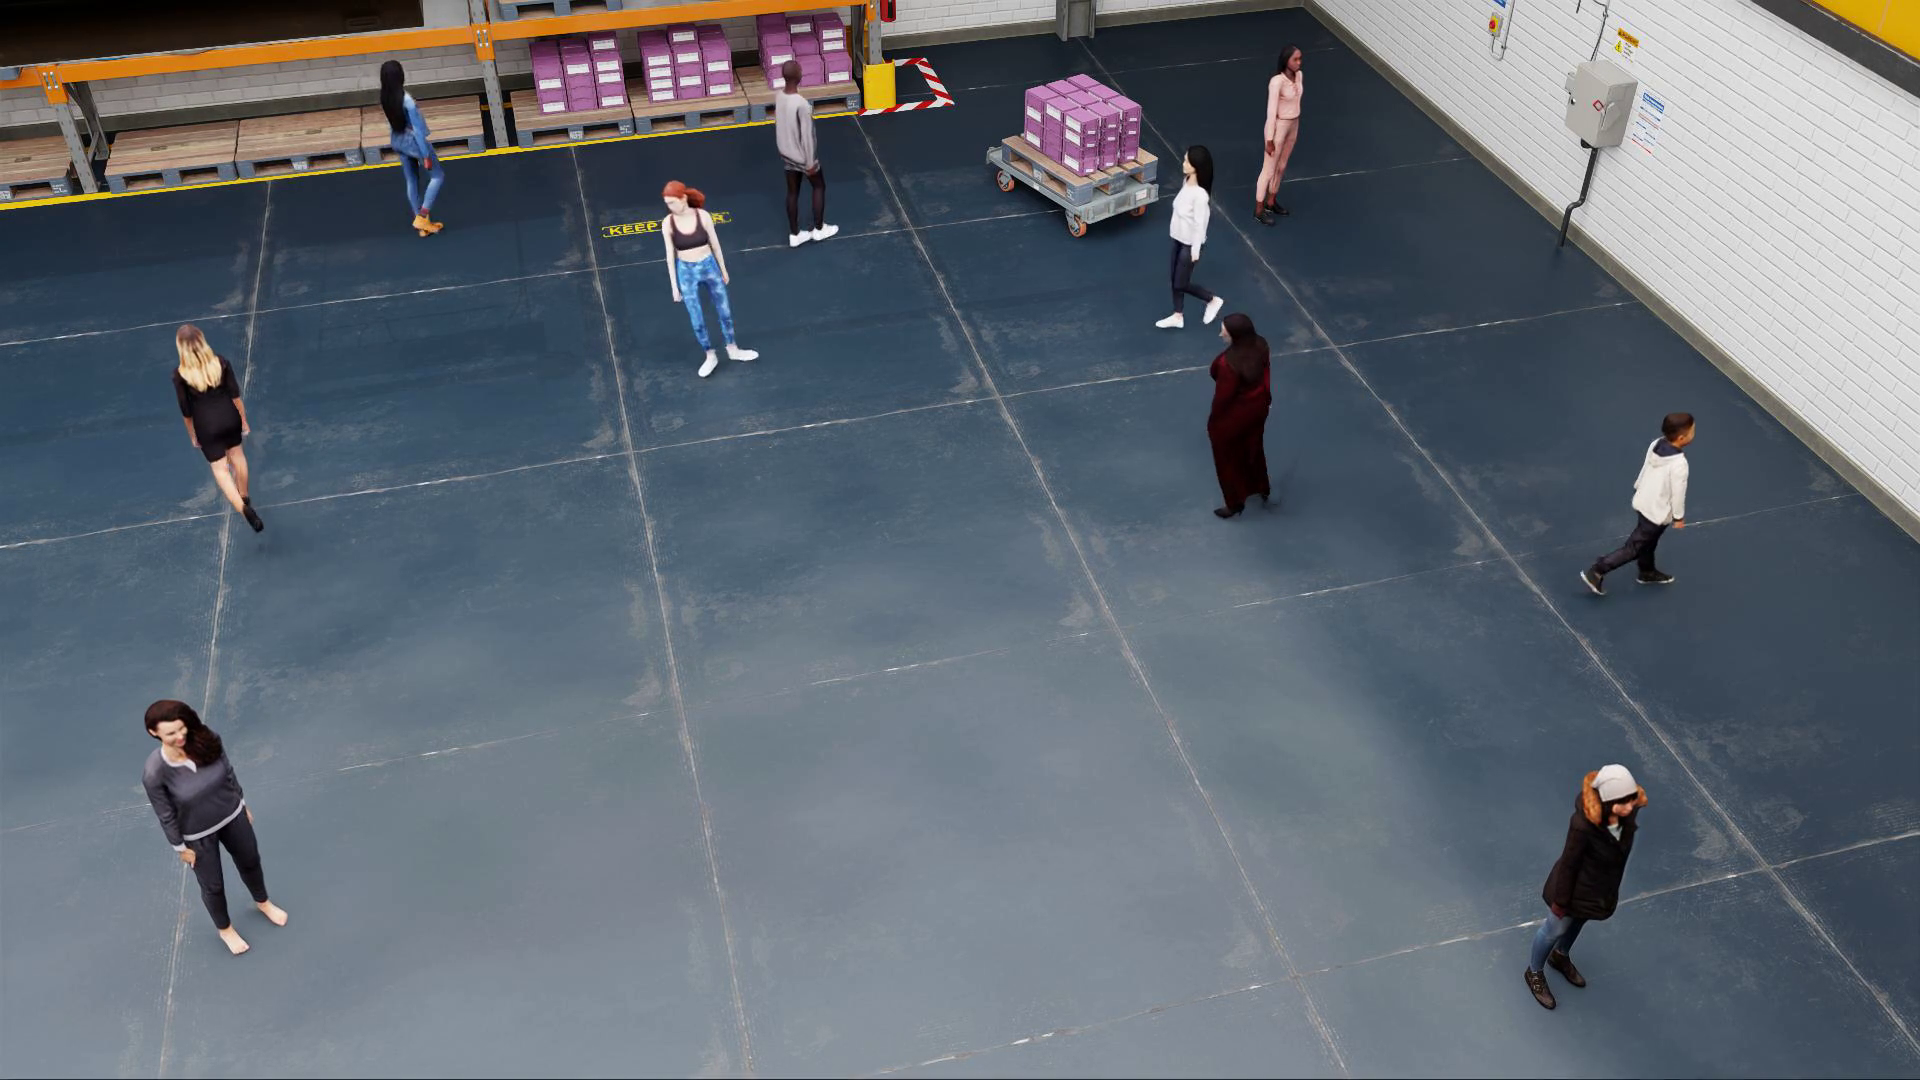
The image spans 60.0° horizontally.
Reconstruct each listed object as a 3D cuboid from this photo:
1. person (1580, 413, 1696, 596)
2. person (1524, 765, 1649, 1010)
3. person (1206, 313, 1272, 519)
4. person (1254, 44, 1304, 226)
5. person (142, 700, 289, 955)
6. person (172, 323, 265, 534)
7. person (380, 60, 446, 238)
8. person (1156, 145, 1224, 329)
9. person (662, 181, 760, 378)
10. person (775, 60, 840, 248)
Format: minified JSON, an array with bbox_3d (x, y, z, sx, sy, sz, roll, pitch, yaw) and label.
[{"bbox_3d":[4.654,-0.220,11.315,1.002,1.440,0.727,-1,39,-1],"label":"person"},{"bbox_3d":[3.250,1.773,8.664,0.635,1.634,0.753,-20,43,-23],"label":"person"},{"bbox_3d":[2.068,-0.887,11.930,0.862,1.715,0.983,-24,44,-27],"label":"person"},{"bbox_3d":[3.005,-3.812,15.588,0.761,1.720,0.642,31,48,33],"label":"person"},{"bbox_3d":[-4.020,1.502,8.895,0.728,1.768,0.657,22,44,25],"label":"person"},{"bbox_3d":[-5.245,-0.761,11.819,0.980,1.658,0.852,-25,45,-28],"label":"person"},{"bbox_3d":[-5.100,-3.543,15.263,0.761,1.706,0.815,23,44,26],"label":"person"},{"bbox_3d":[1.999,-2.514,13.990,0.789,1.686,0.640,-7,39,-9],"label":"person"},{"bbox_3d":[-2.068,-2.095,13.419,0.473,1.744,0.896,-20,43,-23],"label":"person"},{"bbox_3d":[-1.537,-3.479,15.135,0.821,1.765,0.885,31,48,33],"label":"person"}]
